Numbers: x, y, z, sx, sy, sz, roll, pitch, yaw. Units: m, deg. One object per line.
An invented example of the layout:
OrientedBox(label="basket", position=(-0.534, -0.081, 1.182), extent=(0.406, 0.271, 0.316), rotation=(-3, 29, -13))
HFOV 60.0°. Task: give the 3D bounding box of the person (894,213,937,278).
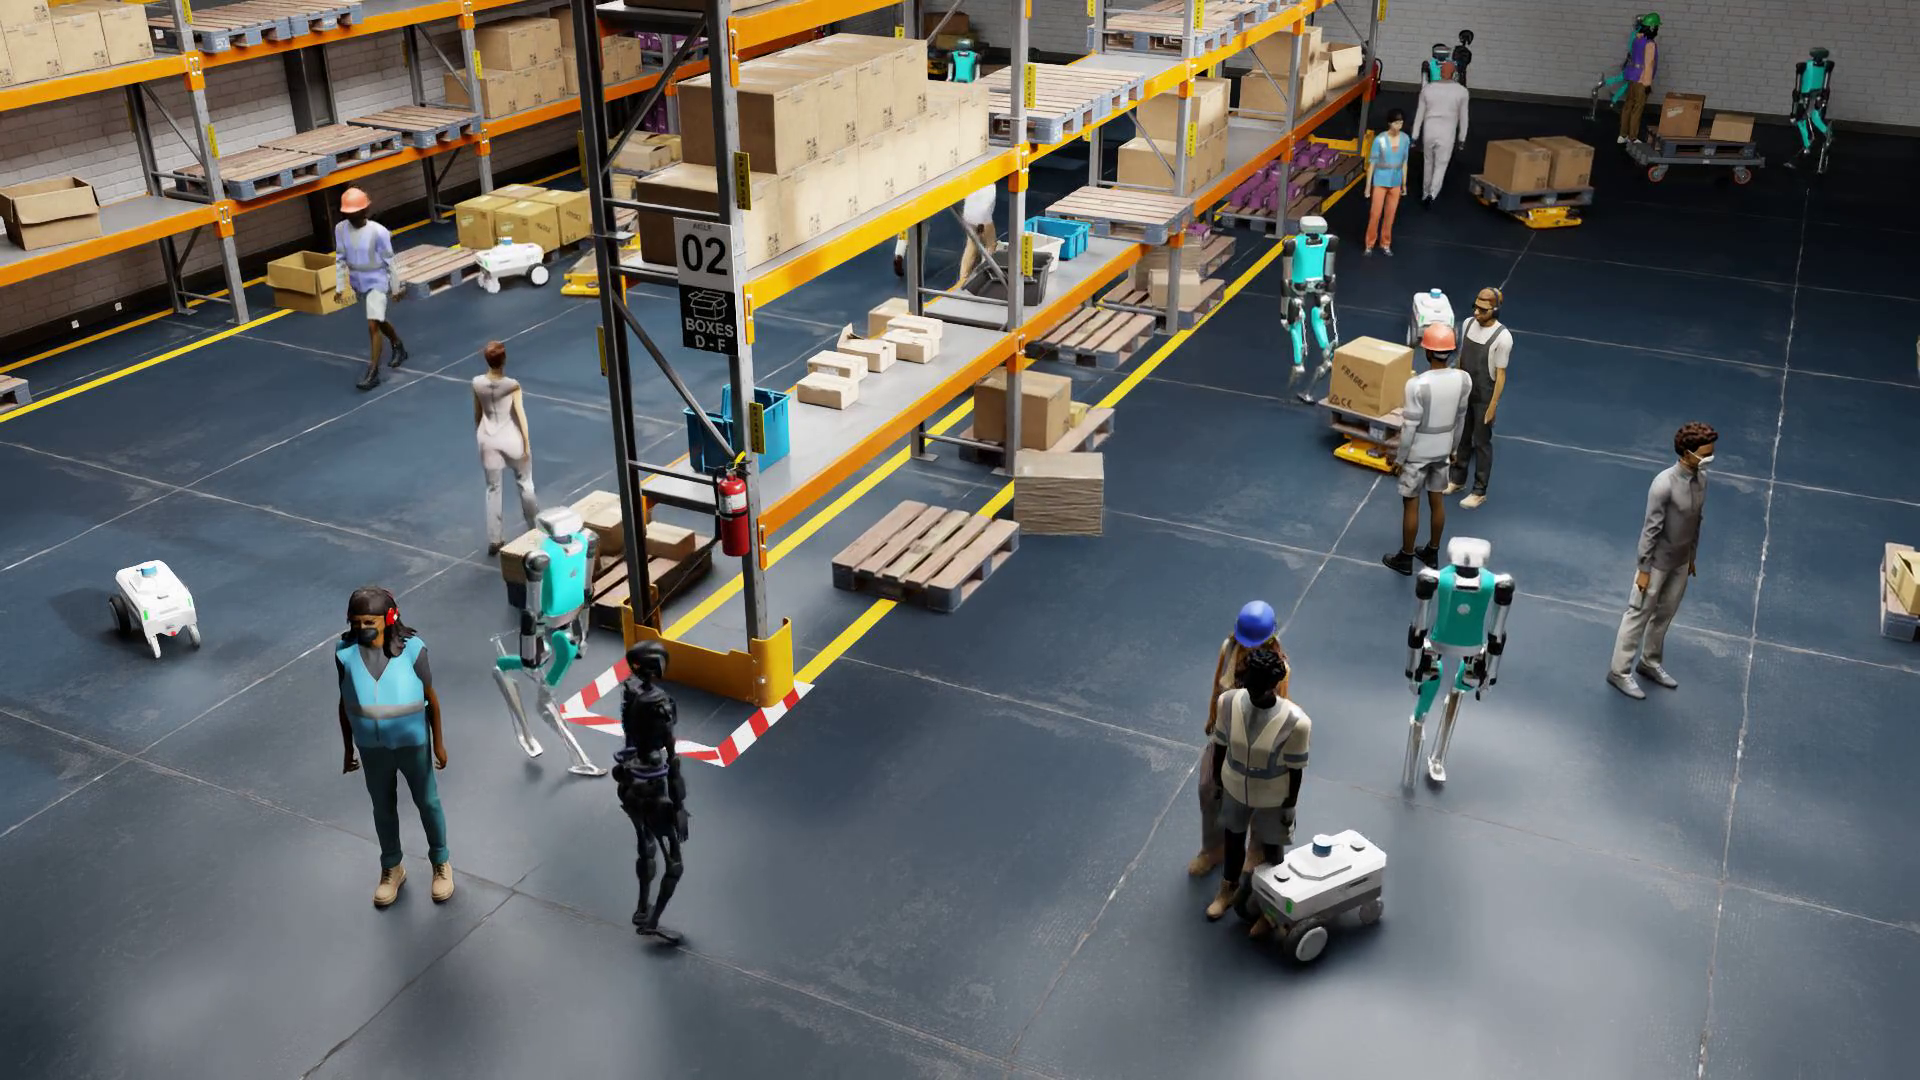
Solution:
OrientedBox(label="person", position=(-0.513, -3.832, 18.730), extent=(0.573, 1.858, 0.599), rotation=(12, 29, 22))

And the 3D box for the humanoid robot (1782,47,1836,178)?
OrientedBox(label="humanoid robot", position=(11.878, -5.856, 23.003), extent=(0.538, 1.768, 1.026), rotation=(-4, 27, -7))

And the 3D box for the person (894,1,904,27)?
OrientedBox(label="person", position=(-1.014, -9.405, 30.035), extent=(0.363, 1.825, 0.512), rotation=(6, 27, 12))

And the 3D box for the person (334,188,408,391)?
OrientedBox(label="person", position=(-5.648, -2.456, 15.923), extent=(0.549, 1.891, 0.981), rotation=(8, 28, 16))

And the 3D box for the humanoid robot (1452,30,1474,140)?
OrientedBox(label="humanoid robot", position=(7.410, -6.839, 25.016), extent=(0.434, 1.645, 0.611), rotation=(0, 26, 0))

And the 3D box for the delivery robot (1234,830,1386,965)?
OrientedBox(label="delivery robot", position=(1.873, 1.827, 8.763), extent=(0.789, 0.593, 0.499), rotation=(-14, 30, -27))

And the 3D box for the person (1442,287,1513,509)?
OrientedBox(label="person", position=(4.143, -1.152, 13.341), extent=(0.339, 1.838, 0.503), rotation=(-13, 29, -24))

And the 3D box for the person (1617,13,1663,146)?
OrientedBox(label="person", position=(10.095, -6.828, 24.699), extent=(0.409, 1.931, 0.532), rotation=(-3, 26, -6))

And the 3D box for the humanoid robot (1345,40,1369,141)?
OrientedBox(label="humanoid robot", position=(5.871, -6.435, 24.257), extent=(0.706, 1.659, 0.584), rotation=(14, 30, 26))

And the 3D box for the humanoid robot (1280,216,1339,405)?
OrientedBox(label="humanoid robot", position=(3.239, -2.007, 15.218), extent=(0.543, 1.831, 0.656), rotation=(-6, 27, -12))

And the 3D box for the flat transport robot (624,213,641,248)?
OrientedBox(label="flat transport robot", position=(-3.717, -3.792, 20.438), extent=(0.659, 0.231, 1.431), rotation=(-1, 26, -2))

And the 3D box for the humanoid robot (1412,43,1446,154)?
OrientedBox(label="humanoid robot", position=(6.892, -6.317, 23.989), extent=(0.673, 1.642, 0.612), rotation=(21, 33, 36))

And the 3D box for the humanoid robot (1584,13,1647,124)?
OrientedBox(label="humanoid robot", position=(10.149, -7.269, 25.858), extent=(0.991, 1.784, 0.530), rotation=(3, 27, 7))

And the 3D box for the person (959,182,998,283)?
OrientedBox(label="person", position=(0.208, -3.585, 18.387), extent=(0.556, 1.711, 0.579), rotation=(-13, 29, -25))

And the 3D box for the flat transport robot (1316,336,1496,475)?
OrientedBox(label="flat transport robot", position=(3.955, -0.934, 14.665), extent=(0.659, 0.231, 1.431), rotation=(22, 34, 37))

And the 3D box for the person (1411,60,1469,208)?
OrientedBox(label="person", position=(6.224, -5.263, 21.625), extent=(0.687, 1.863, 0.855), rotation=(14, 29, 26))

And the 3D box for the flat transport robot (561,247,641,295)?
OrientedBox(label="flat transport robot", position=(-4.023, -3.090, 19.019), extent=(0.659, 0.231, 1.431), rotation=(3, 26, 6))

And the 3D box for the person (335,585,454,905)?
OrientedBox(label="person", position=(-2.992, 1.080, 8.796), extent=(0.538, 1.865, 0.382), rotation=(-3, 26, -5))

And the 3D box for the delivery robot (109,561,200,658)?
OrientedBox(label="delivery robot", position=(-5.603, 0.433, 11.590), extent=(0.499, 0.603, 0.794), rotation=(-20, 32, -34))

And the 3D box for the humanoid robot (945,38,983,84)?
OrientedBox(label="humanoid robot", position=(0.006, -6.180, 23.581), extent=(0.539, 1.716, 0.966), rotation=(6, 27, 13))

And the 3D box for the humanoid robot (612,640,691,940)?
OrientedBox(label="humanoid robot", position=(-1.613, 1.286, 8.600), extent=(0.396, 1.646, 0.589), rotation=(-19, 32, -33))

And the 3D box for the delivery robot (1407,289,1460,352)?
OrientedBox(label="delivery robot", position=(4.840, -2.256, 17.031), extent=(0.499, 0.611, 0.814), rotation=(4, 27, 7))

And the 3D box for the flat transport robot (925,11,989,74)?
OrientedBox(label="flat transport robot", position=(-0.267, -8.766, 30.486), extent=(0.659, 0.231, 1.431), rotation=(17, 31, 31))

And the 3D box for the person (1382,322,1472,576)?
OrientedBox(label="person", position=(3.427, -0.669, 12.252), extent=(0.551, 1.933, 0.361), rotation=(-10, 28, -19))

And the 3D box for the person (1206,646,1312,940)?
OrientedBox(label="person", position=(1.524, 1.287, 8.576), extent=(0.528, 1.688, 0.322), rotation=(16, 31, 30))

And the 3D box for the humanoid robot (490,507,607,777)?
OrientedBox(label="humanoid robot", position=(-2.526, 0.587, 9.963), extent=(0.881, 1.774, 0.572), rotation=(16, 30, 28))

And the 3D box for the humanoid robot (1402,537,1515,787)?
OrientedBox(label="humanoid robot", position=(2.857, 0.741, 9.752), extent=(0.534, 1.872, 0.790), rotation=(5, 27, 10))

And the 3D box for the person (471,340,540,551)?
OrientedBox(label="person", position=(-3.500, -0.741, 12.730), extent=(0.446, 1.645, 0.594), rotation=(1, 26, 3))

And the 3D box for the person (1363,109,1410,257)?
OrientedBox(label="person", position=(5.021, -4.198, 19.599), extent=(0.524, 1.751, 0.342), rotation=(-5, 27, -10))

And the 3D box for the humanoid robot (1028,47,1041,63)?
OrientedBox(label="humanoid robot", position=(0.938, -6.175, 23.673), extent=(0.583, 1.633, 0.602), rotation=(-12, 29, -23))

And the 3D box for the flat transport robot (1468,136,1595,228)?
OrientedBox(label="flat transport robot", position=(7.344, -4.318, 21.501), extent=(0.659, 0.231, 1.431), rotation=(-6, 27, -12))

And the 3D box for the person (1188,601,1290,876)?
OrientedBox(label="person", position=(1.500, 1.080, 8.923), extent=(0.604, 1.740, 0.549), rotation=(-22, 34, -38))

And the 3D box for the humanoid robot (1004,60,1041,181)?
OrientedBox(label="humanoid robot", position=(0.842, -5.735, 22.787), extent=(0.476, 1.660, 0.616), rotation=(-19, 32, -33))

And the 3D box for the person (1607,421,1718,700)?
OrientedBox(label="person", position=(4.542, 0.111, 10.729), extent=(0.543, 1.892, 0.397), rotation=(-15, 30, -27))

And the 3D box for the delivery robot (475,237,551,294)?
OrientedBox(label="delivery robot", position=(-5.041, -3.114, 18.764), extent=(0.792, 0.611, 0.499), rotation=(-17, 31, -31))

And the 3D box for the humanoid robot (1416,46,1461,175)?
OrientedBox(label="humanoid robot", position=(6.571, -5.829, 22.926), extent=(0.546, 1.819, 0.699), rotation=(5, 27, 10))
